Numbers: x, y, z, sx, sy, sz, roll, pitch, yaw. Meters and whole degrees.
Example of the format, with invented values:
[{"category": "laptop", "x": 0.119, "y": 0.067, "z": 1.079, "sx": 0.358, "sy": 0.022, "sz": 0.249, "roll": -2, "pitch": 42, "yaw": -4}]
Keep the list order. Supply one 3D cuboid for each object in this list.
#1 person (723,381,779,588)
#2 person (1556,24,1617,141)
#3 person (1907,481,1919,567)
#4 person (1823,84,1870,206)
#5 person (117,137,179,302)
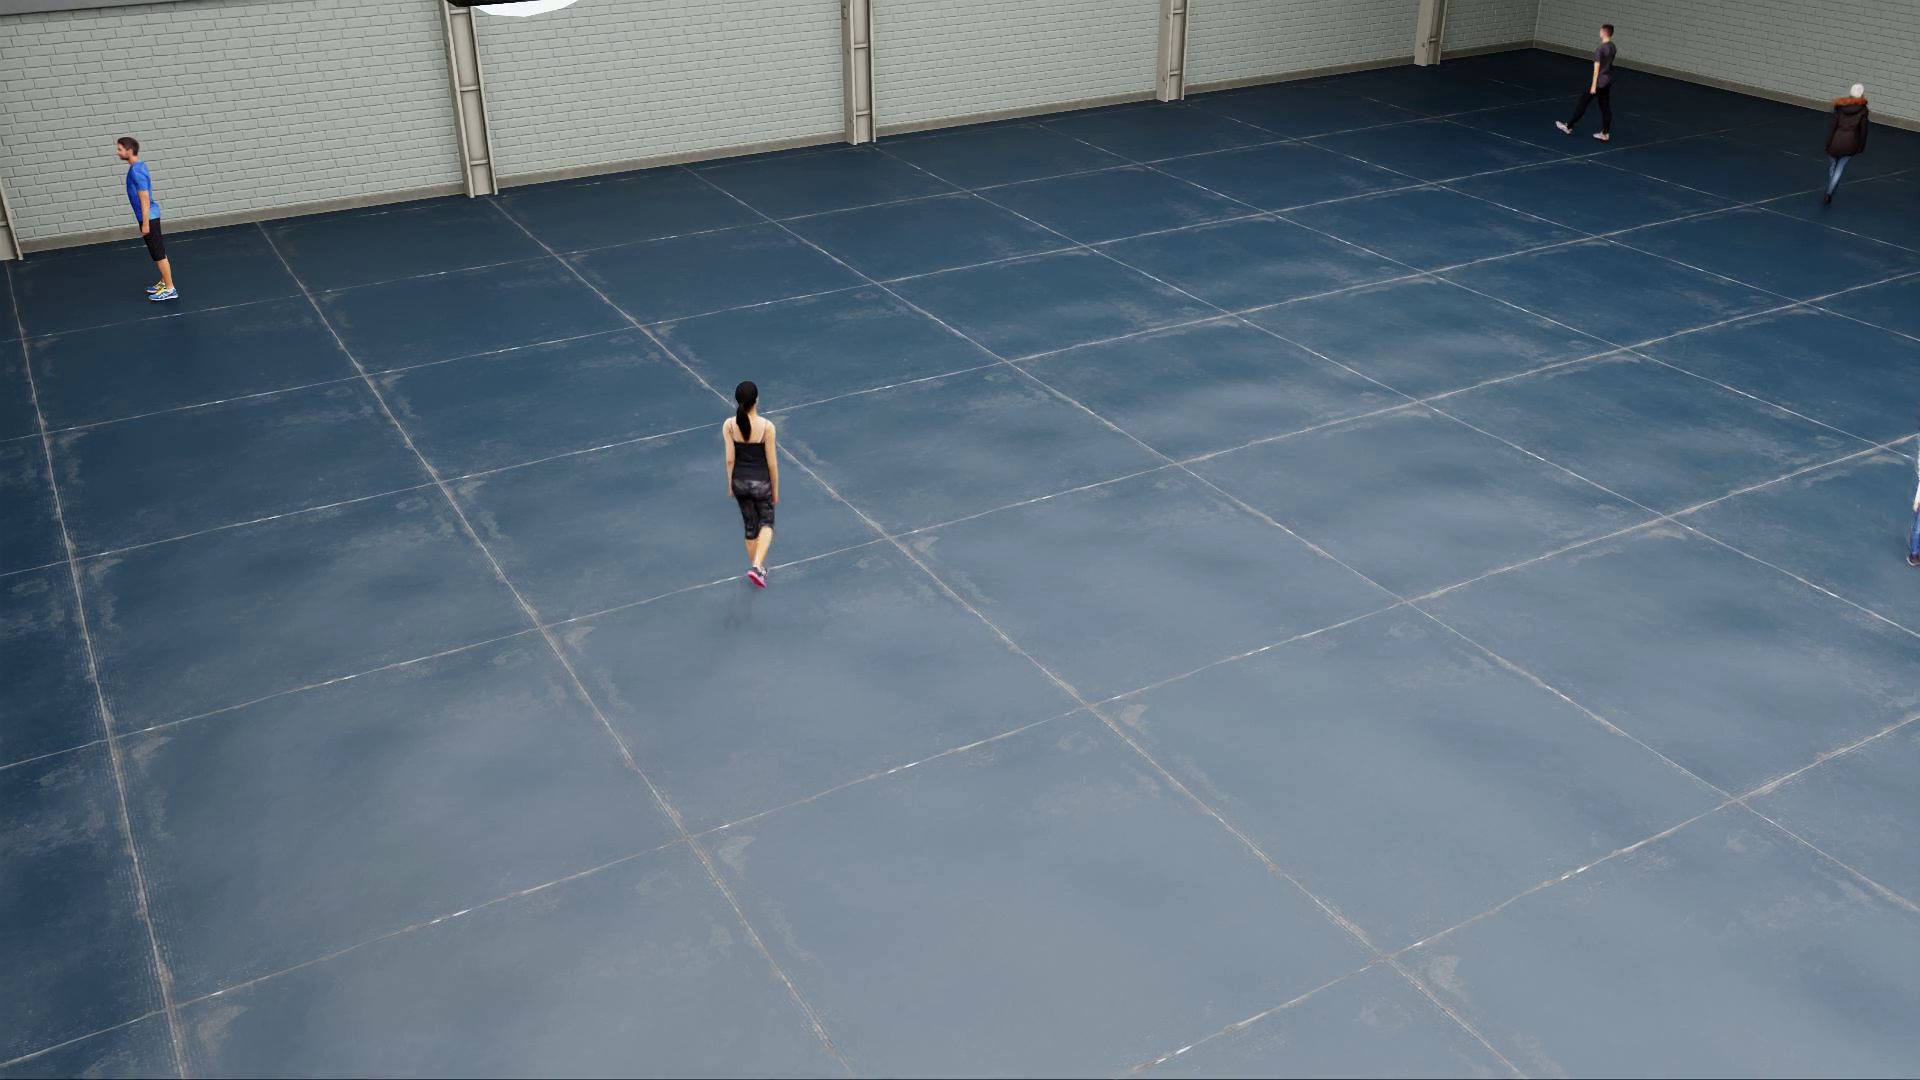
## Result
[{"category": "person", "x": -1.621, "y": -0.367, "z": 12.799, "sx": 0.836, "sy": 1.715, "sz": 0.856, "roll": 2, "pitch": 27, "yaw": 5}, {"category": "person", "x": 9.987, "y": -7.047, "z": 25.760, "sx": 1.049, "sy": 1.726, "sz": 0.817, "roll": -22, "pitch": 34, "yaw": -36}, {"category": "person", "x": 7.837, "y": -0.347, "z": 13.427, "sx": 0.630, "sy": 1.103, "sz": 0.681, "roll": 5, "pitch": 28, "yaw": 10}, {"category": "person", "x": 11.986, "y": -5.337, "z": 22.587, "sx": 0.898, "sy": 1.591, "sz": 1.124, "roll": 19, "pitch": 33, "yaw": 32}, {"category": "person", "x": -9.333, "y": -3.710, "z": 19.123, "sx": 0.561, "sy": 1.869, "sz": 0.610, "roll": -13, "pitch": 30, "yaw": -24}]
